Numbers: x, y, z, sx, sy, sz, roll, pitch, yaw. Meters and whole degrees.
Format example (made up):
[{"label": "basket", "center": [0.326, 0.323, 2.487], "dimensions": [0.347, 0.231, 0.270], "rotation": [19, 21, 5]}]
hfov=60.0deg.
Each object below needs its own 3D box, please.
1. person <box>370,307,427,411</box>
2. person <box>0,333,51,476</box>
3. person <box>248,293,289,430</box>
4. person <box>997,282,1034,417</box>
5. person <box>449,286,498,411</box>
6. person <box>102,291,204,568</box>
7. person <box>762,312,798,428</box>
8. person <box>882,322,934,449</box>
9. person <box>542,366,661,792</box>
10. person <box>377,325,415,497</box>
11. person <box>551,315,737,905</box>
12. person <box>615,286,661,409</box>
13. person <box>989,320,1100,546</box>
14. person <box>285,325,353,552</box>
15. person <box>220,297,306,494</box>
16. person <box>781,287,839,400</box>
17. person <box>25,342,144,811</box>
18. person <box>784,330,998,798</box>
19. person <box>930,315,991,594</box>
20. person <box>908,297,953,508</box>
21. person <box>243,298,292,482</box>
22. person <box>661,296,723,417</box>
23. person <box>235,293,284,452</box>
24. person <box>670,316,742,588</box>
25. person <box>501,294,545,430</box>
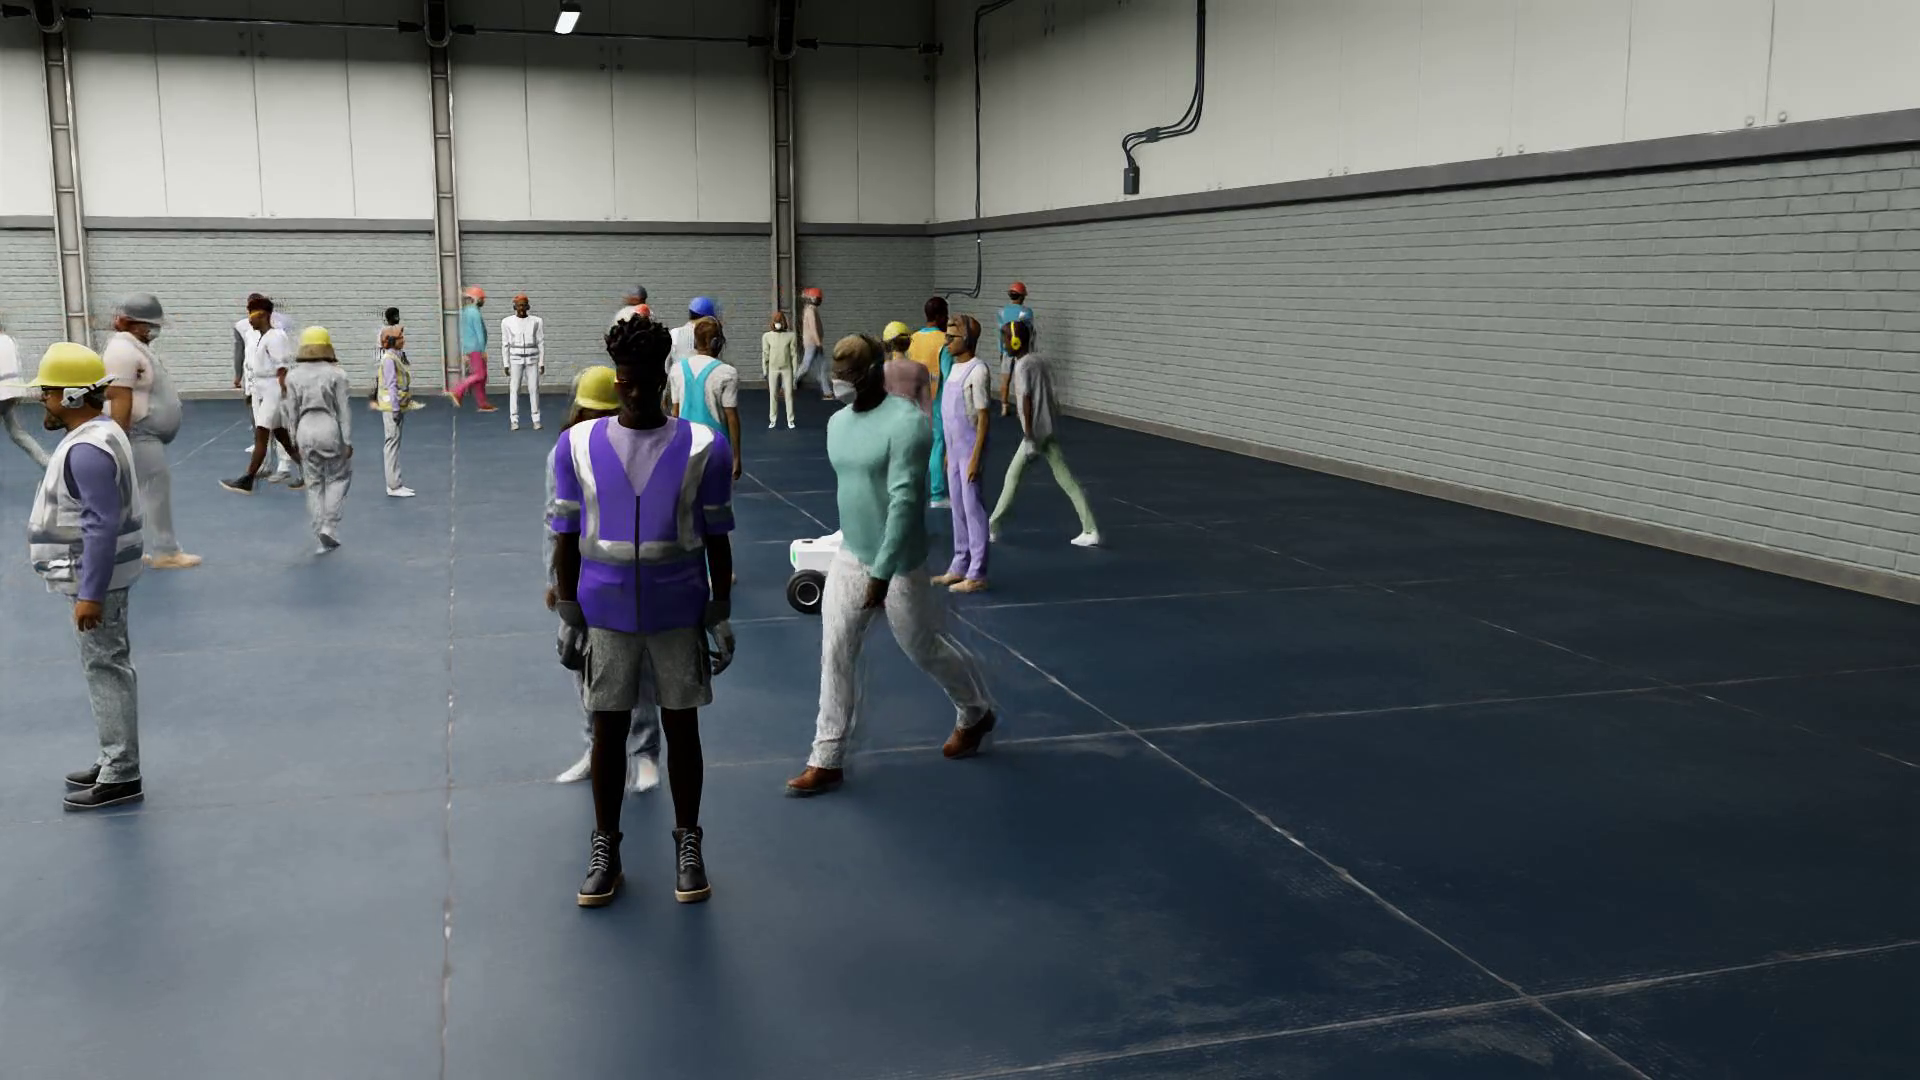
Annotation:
[{"label": "person", "center": [-8.921, -2.836, 26.187], "dimensions": [0.916, 1.639, 0.531], "rotation": [-1, 9, -6]}, {"label": "person", "center": [-9.469, -1.398, 16.482], "dimensions": [0.873, 1.811, 0.580], "rotation": [1, 9, 6]}, {"label": "person", "center": [-9.583, -2.453, 22.971], "dimensions": [0.629, 1.887, 0.666], "rotation": [4, 10, 22]}, {"label": "person", "center": [0.855, -2.880, 25.186], "dimensions": [0.611, 2.042, 0.387], "rotation": [5, 10, 29]}, {"label": "person", "center": [-7.646, -2.986, 26.057], "dimensions": [0.673, 1.978, 0.620], "rotation": [-4, 10, -25]}, {"label": "person", "center": [-5.828, -0.796, 11.887], "dimensions": [0.672, 2.000, 0.761], "rotation": [-3, 10, -21]}, {"label": "person", "center": [-2.504, -2.361, 23.201], "dimensions": [0.499, 1.627, 0.279], "rotation": [0, 9, -1]}, {"label": "person", "center": [-0.519, -0.848, 13.175], "dimensions": [0.550, 1.741, 0.661], "rotation": [-6, 11, -33]}, {"label": "person", "center": [-1.434, 0.171, 6.741], "dimensions": [0.552, 1.733, 0.340], "rotation": [2, 9, 14]}, {"label": "person", "center": [-5.418, -1.234, 15.949], "dimensions": [0.311, 1.642, 0.514], "rotation": [-3, 9, -18]}, {"label": "person", "center": [-1.048, 0.239, 5.536], "dimensions": [0.604, 1.960, 0.372], "rotation": [-1, 9, -5]}, {"label": "person", "center": [-4.783, -2.840, 24.929], "dimensions": [0.689, 2.000, 1.035], "rotation": [5, 10, 31]}, {"label": "person", "center": [0.590, -0.821, 12.965], "dimensions": [1.142, 1.763, 0.535], "rotation": [4, 10, 26]}, {"label": "person", "center": [-4.868, -0.770, 12.694], "dimensions": [0.501, 1.723, 0.374], "rotation": [0, 9, 1]}, {"label": "person", "center": [-6.765, -1.406, 16.233], "dimensions": [0.895, 1.901, 0.669], "rotation": [-5, 10, -28]}, {"label": "person", "center": [-2.593, -3.371, 28.606], "dimensions": [0.995, 1.959, 0.604], "rotation": [1, 9, 3]}, {"label": "person", "center": [-3.440, 0.140, 6.574], "dimensions": [0.404, 1.831, 0.600], "rotation": [-4, 10, -25]}, {"label": "person", "center": [-0.267, 0.072, 6.882], "dimensions": [0.615, 1.889, 1.039], "rotation": [8, 12, 43]}, {"label": "person", "center": [0.026, -0.567, 11.046], "dimensions": [0.346, 1.846, 0.507], "rotation": [-4, 10, -24]}, {"label": "person", "center": [-0.259, -1.246, 15.150], "dimensions": [0.391, 1.918, 0.590], "rotation": [-7, 12, -39]}, {"label": "person", "center": [-7.117, -1.529, 17.068], "dimensions": [0.576, 1.883, 0.354], "rotation": [4, 10, 23]}, {"label": "person", "center": [-2.649, -1.439, 16.398], "dimensions": [0.641, 1.912, 0.472], "rotation": [0, 9, 2]}, {"label": "person", "center": [-8.415, -2.012, 20.064], "dimensions": [0.385, 1.914, 0.592], "rotation": [9, 12, 44]}, {"label": "person", "center": [-1.700, -0.583, 11.203], "dimensions": [0.516, 1.835, 0.357], "rotation": [3, 9, 19]}, {"label": "person", "center": [-6.037, -2.458, 23.036], "dimensions": [0.571, 1.876, 0.346], "rotation": [-3, 9, -19]}]
